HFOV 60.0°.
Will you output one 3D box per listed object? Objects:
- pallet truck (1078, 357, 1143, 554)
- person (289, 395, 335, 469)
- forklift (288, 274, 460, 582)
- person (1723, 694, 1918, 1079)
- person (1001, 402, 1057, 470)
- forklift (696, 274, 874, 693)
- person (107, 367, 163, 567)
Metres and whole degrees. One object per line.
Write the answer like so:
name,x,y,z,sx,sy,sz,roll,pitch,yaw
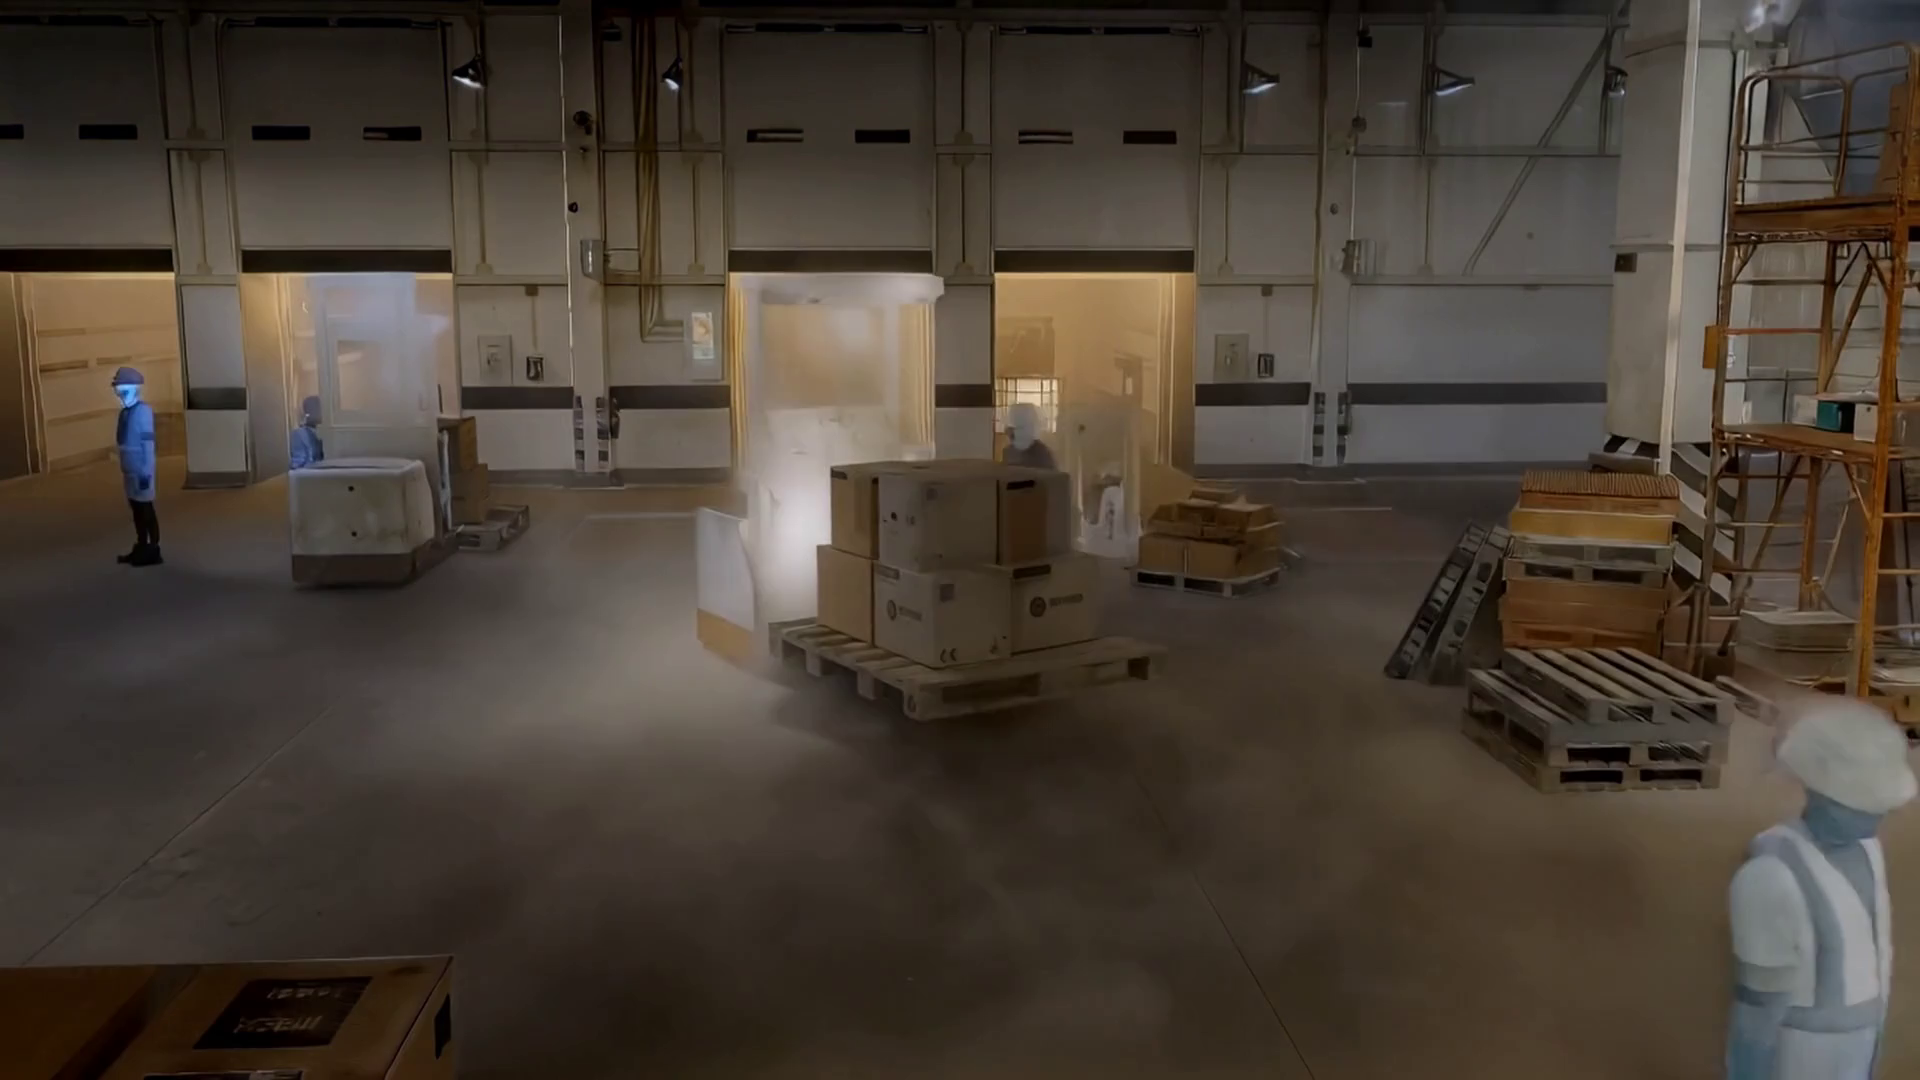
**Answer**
pallet truck,2.088,-0.836,16.757,1.885,1.965,0.823,2,9,13
person,-6.089,-0.536,15.811,0.532,1.697,0.322,-9,12,-43
forklift,-5.554,-1.101,15.662,1.129,2.768,1.873,-1,9,-4
person,1.920,1.249,3.993,0.558,1.900,0.734,-8,12,-41
person,0.432,-0.030,11.928,0.501,1.920,0.647,-5,10,-28
forklift,-1.094,-0.506,11.925,1.129,2.768,1.873,-6,11,-31
person,-8.023,-0.707,16.141,0.551,1.934,0.362,8,12,41
